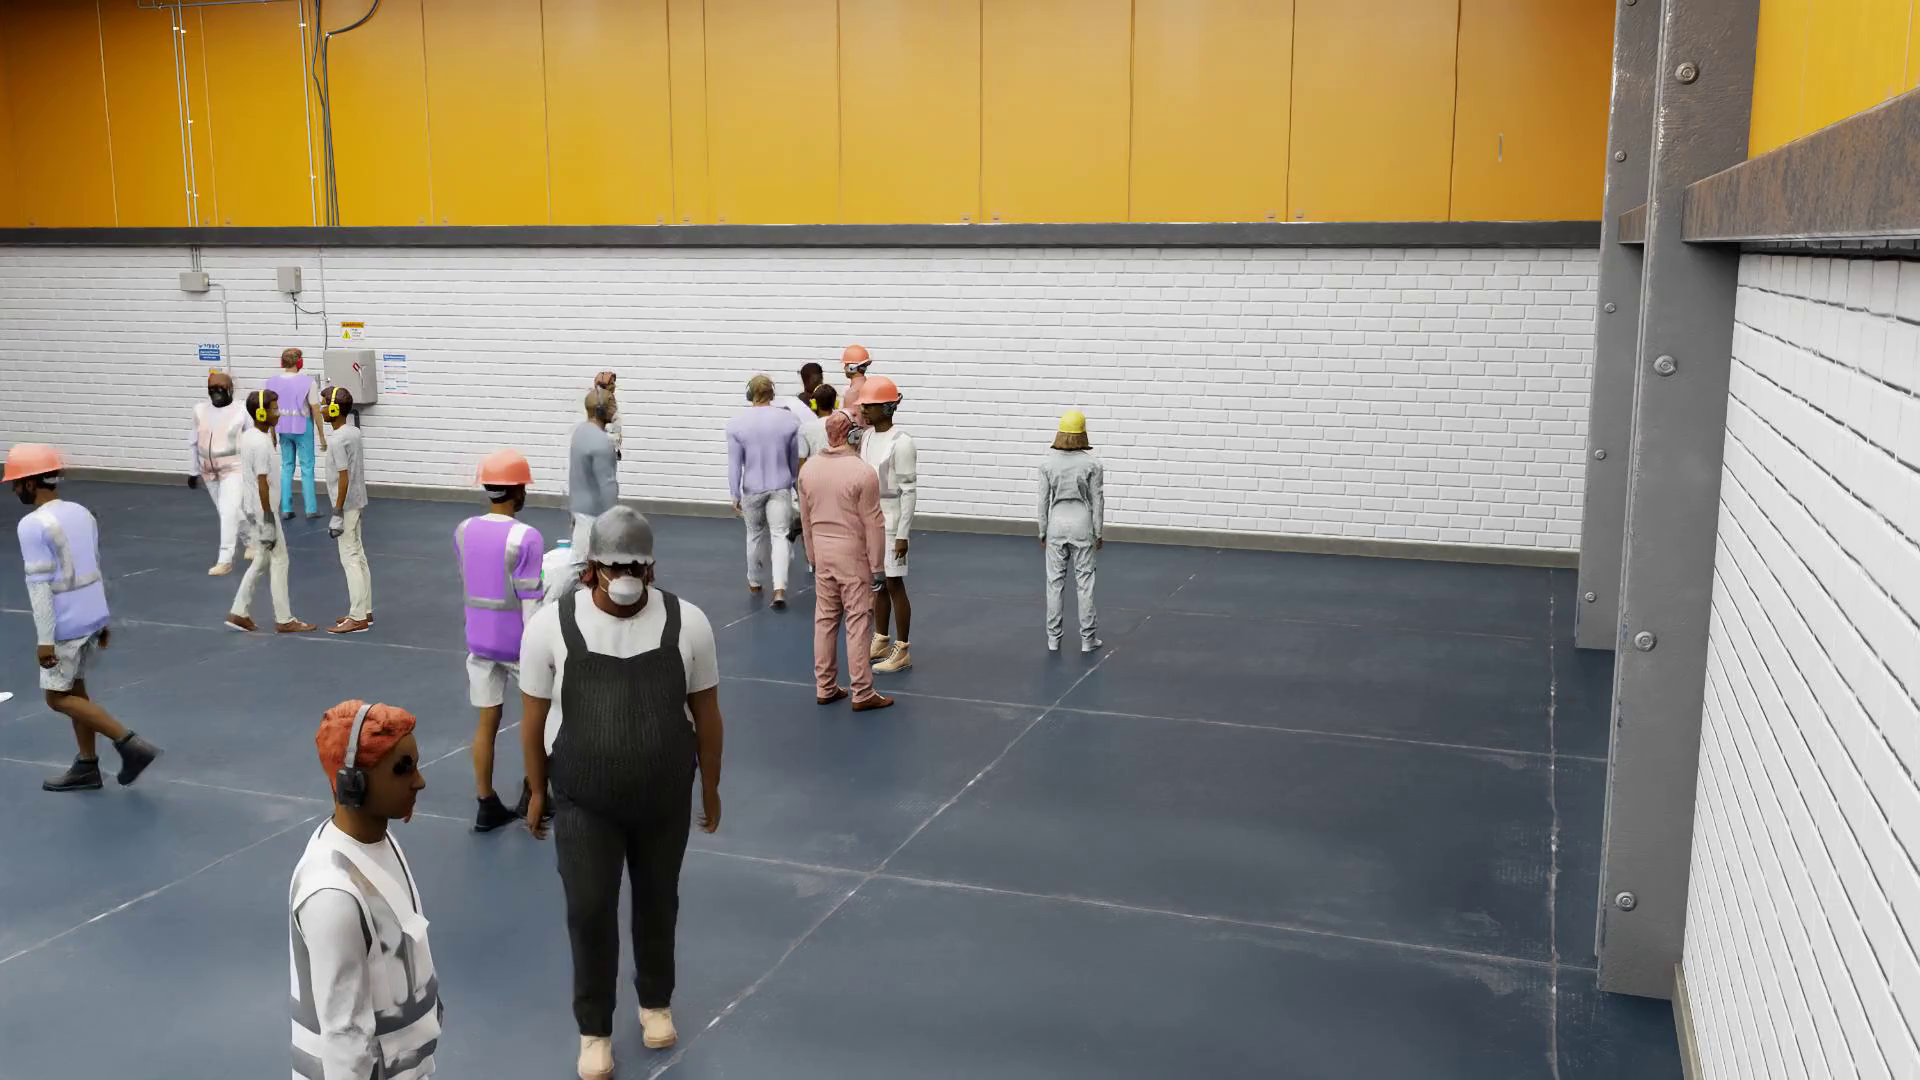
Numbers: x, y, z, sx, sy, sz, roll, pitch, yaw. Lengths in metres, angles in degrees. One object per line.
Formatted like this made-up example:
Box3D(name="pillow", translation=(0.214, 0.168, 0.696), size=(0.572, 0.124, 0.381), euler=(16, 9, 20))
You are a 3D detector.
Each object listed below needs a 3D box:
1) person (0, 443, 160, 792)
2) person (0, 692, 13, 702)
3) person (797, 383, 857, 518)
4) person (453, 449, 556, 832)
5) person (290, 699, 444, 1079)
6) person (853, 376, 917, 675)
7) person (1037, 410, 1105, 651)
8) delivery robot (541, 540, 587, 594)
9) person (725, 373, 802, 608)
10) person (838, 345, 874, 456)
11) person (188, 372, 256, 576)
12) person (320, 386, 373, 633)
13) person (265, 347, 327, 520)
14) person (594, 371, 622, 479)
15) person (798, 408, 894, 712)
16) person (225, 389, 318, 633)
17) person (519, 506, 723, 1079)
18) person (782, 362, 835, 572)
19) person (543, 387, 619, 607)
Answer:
Box3D(name="person", translation=(-4.657, 0.432, 8.777), size=(0.663, 1.906, 0.578), euler=(0, 10, -2))
Box3D(name="person", translation=(-6.391, 0.111, 10.545), size=(0.585, 1.917, 0.382), euler=(4, 11, 20))
Box3D(name="person", translation=(-1.082, -0.367, 13.609), size=(0.537, 1.795, 1.007), euler=(-3, 11, -17))
Box3D(name="person", translation=(-2.258, 0.500, 8.366), size=(0.558, 1.917, 0.607), euler=(4, 11, 21))
Box3D(name="person", translation=(-1.394, 1.298, 3.947), size=(0.337, 1.882, 0.585), euler=(-2, 10, -13))
Box3D(name="person", translation=(-0.541, -0.104, 11.394), size=(0.373, 2.042, 0.614), euler=(-6, 12, -32))
Box3D(name="person", translation=(0.805, -0.064, 12.018), size=(0.483, 1.745, 0.305), euler=(3, 10, 15))
Box3D(name="delivery robot", translation=(-3.182, 0.242, 13.378), size=(0.477, 0.478, 0.707), euler=(8, 13, 37))
Box3D(name="person", translation=(-1.580, -0.410, 13.556), size=(0.640, 1.898, 0.972), euler=(-2, 10, -9))
Box3D(name="person", translation=(-0.950, -0.837, 15.660), size=(0.390, 1.995, 0.613), euler=(3, 11, 18))
Box3D(name="person", translation=(-6.610, -0.633, 15.079), size=(0.607, 1.803, 0.928), euler=(2, 10, 10))
Box3D(name="person", translation=(-4.663, -0.228, 12.585), size=(0.329, 1.873, 0.514), euler=(-1, 10, -6))
Box3D(name="person", translation=(-7.071, -1.124, 17.701), size=(0.580, 1.843, 0.388), euler=(1, 10, 6))
Box3D(name="person", translation=(-3.626, -0.912, 17.088), size=(0.307, 1.641, 0.514), euler=(1, 10, 6))
Box3D(name="person", translation=(-0.707, 0.124, 10.491), size=(0.642, 1.913, 0.410), euler=(7, 13, 36))
Box3D(name="person", translation=(-5.253, -0.198, 12.535), size=(0.510, 1.893, 0.563), euler=(-7, 12, -33))
Box3D(name="person", translation=(-1.166, 0.877, 5.883), size=(0.706, 2.000, 0.683), euler=(-3, 11, -19))
Box3D(name="person", translation=(-1.395, -0.657, 14.939), size=(0.741, 1.896, 0.598), euler=(8, 13, 38))
Box3D(name="person", translation=(-2.770, -0.194, 12.366), size=(1.017, 1.895, 0.646), euler=(-5, 11, -25))
